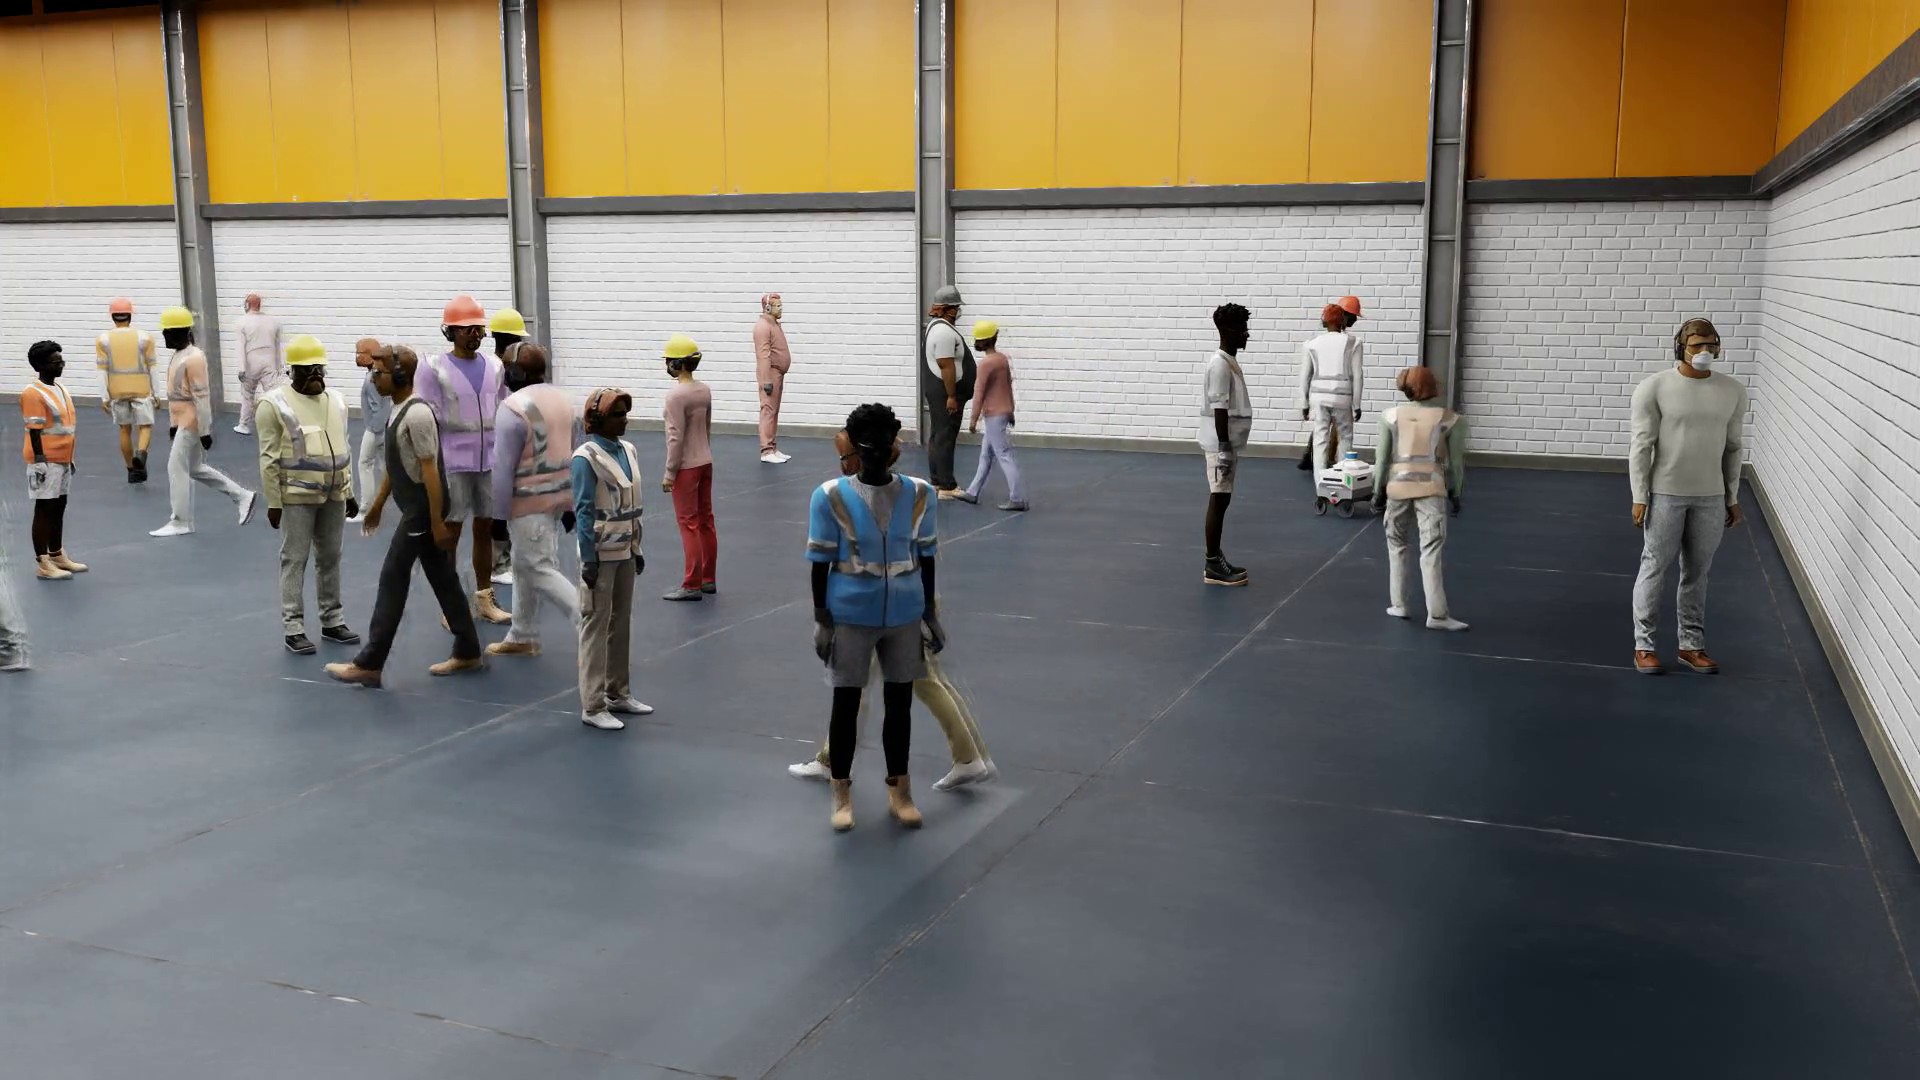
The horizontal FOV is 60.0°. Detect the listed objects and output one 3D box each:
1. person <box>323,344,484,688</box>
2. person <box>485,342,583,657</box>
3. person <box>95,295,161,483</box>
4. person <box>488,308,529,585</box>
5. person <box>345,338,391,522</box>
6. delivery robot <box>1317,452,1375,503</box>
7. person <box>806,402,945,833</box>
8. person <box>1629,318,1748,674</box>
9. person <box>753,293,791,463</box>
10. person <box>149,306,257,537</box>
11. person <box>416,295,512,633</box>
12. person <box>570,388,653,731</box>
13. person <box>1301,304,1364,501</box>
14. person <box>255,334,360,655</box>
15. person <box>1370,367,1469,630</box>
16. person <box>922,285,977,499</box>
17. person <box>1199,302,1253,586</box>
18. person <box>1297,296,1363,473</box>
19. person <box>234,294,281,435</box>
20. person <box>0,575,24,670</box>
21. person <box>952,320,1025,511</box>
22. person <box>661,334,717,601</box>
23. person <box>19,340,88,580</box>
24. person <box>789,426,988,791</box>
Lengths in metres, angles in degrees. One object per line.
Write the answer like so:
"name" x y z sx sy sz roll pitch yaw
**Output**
"person" -2.992 -0.129 8.828 0.909 1.804 0.516 -4 10 -21
"person" -2.294 -0.191 9.220 0.832 1.810 0.634 3 10 16
"person" -8.408 -1.505 16.818 0.557 1.924 0.676 -4 10 -21
"person" -3.171 -0.655 11.662 0.382 1.923 0.593 0 9 0
"person" -4.980 -0.951 14.402 0.718 1.609 0.511 -1 9 -7
"delivery robot" 3.485 -0.543 14.838 0.477 0.478 0.707 8 12 39
"person" -0.335 0.304 6.541 0.540 1.695 0.315 -3 10 -19
"person" 3.955 -0.233 9.065 0.631 1.940 0.372 -1 9 -4
"person" -2.114 -1.830 18.842 0.407 1.908 0.641 1 9 3
"person" -6.320 -0.993 13.785 0.803 1.899 0.588 -6 11 -33
"person" -2.981 -0.464 10.143 0.377 2.045 0.605 8 12 39
"person" -1.693 0.083 8.049 0.307 1.639 0.525 3 10 17
"person" 3.548 -1.303 15.767 0.599 1.855 0.797 4 10 25
"person" -3.735 -0.270 9.606 0.404 1.829 0.600 6 11 32
"person" 2.879 -0.258 10.264 0.642 1.599 0.449 5 10 27
"person" -0.089 -1.419 15.939 0.537 2.000 0.683 -2 10 -12
"person" 1.863 -0.674 11.651 0.367 1.966 0.607 2 10 10
"person" 3.875 -1.595 17.415 0.584 1.908 0.759 0 9 3
"person" -9.149 -2.271 21.672 1.020 1.860 0.660 7 12 38
"person" -5.573 -0.119 9.093 0.912 1.687 0.508 2 10 12
"person" 0.223 -1.124 15.082 0.870 1.717 0.543 4 10 25
"person" -1.819 -0.478 11.065 0.316 1.769 0.523 3 10 18
"person" -6.460 -0.570 11.835 0.320 1.695 0.537 -1 9 -5
"person" -0.290 0.285 7.018 0.873 1.577 0.564 4 10 24
